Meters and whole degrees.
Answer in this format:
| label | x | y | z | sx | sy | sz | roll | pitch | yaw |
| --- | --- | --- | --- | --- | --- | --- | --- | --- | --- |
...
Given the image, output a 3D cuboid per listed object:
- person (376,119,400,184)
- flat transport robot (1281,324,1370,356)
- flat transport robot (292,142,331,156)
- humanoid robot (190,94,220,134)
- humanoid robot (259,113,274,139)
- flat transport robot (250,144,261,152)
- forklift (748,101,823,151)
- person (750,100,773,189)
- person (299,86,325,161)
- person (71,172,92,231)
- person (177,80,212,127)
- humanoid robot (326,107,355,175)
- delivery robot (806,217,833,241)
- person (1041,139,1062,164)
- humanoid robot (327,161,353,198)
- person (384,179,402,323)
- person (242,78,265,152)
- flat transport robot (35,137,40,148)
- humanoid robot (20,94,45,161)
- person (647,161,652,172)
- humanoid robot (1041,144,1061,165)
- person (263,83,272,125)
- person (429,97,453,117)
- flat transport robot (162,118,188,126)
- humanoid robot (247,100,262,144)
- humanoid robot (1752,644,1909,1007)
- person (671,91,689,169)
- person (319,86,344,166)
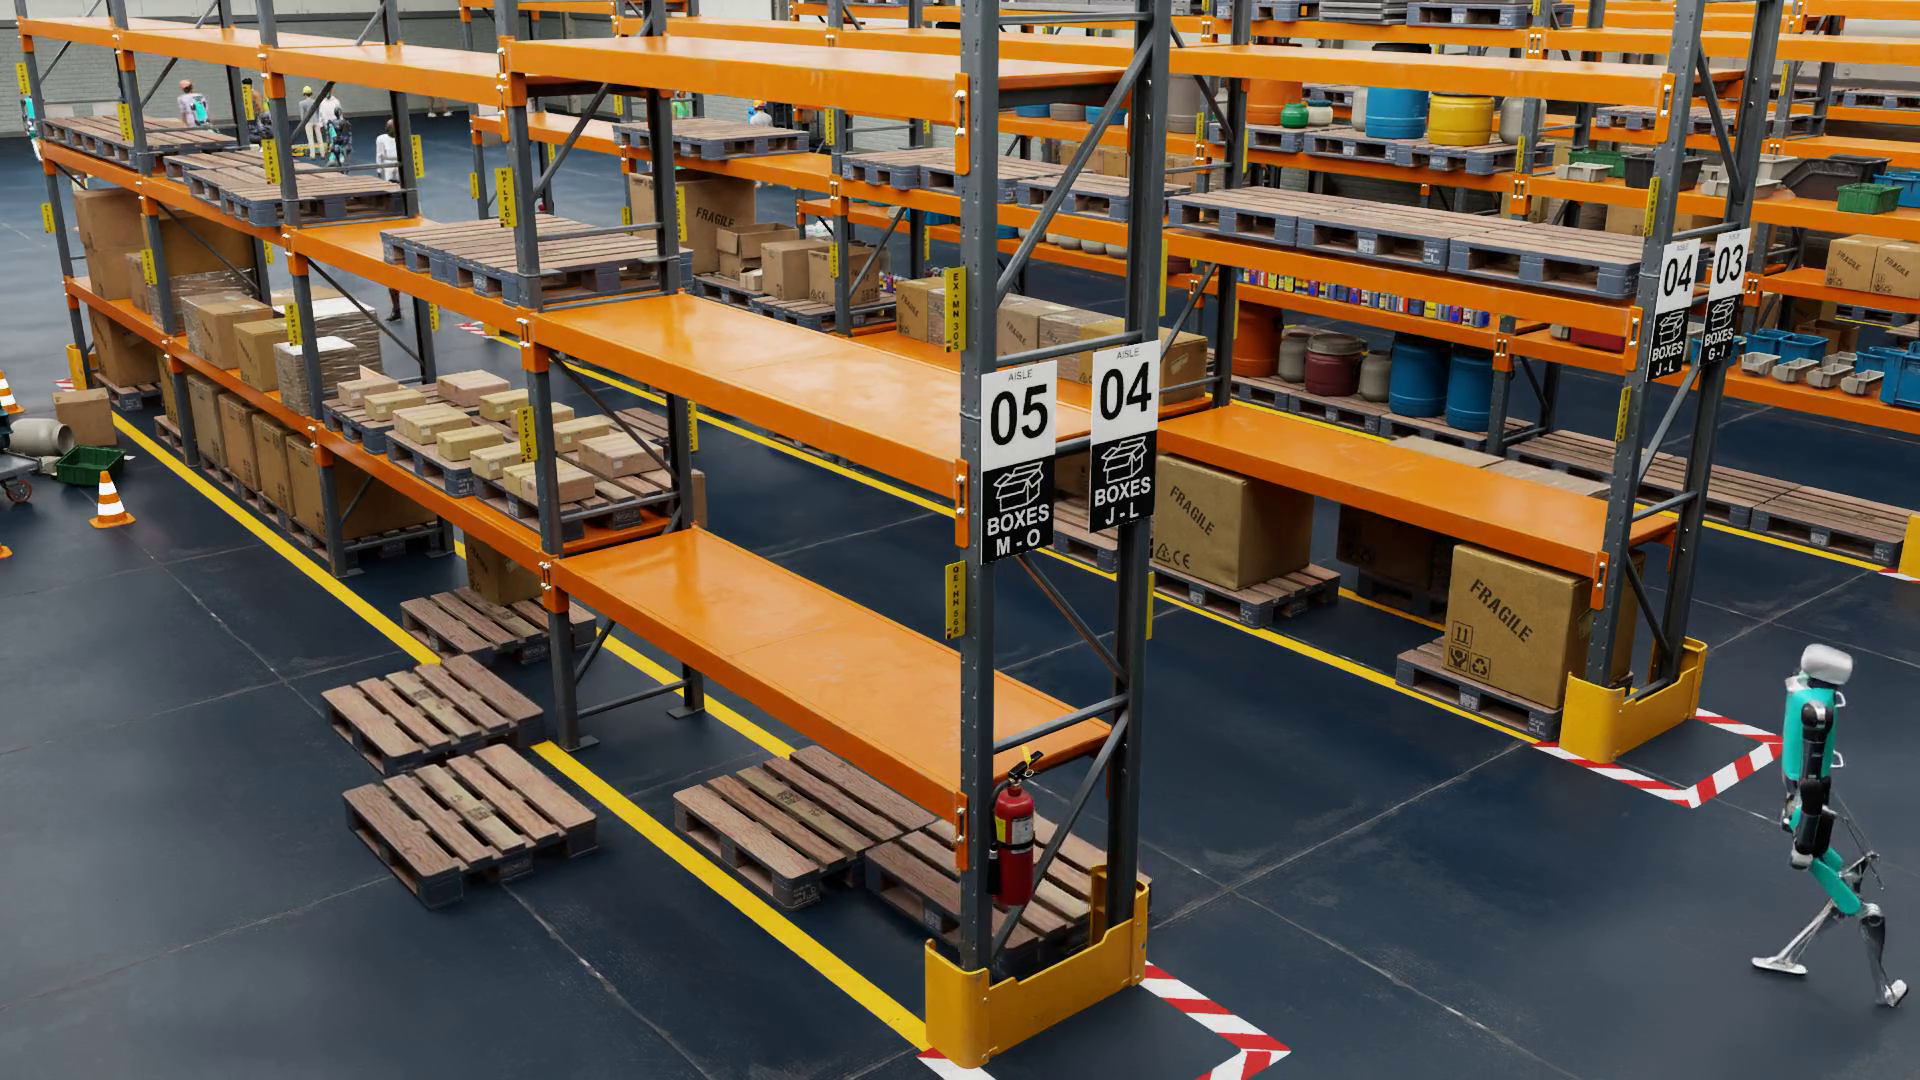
| label | x | y | z | sx | sy | sz | roll | pitch | yaw |
| --- | --- | --- | --- | --- | --- | --- | --- | --- | --- |
| person | -10.706 | -7.010 | 31.478 | 0.657 | 1.870 | 0.381 | -7 | 21 | -19 |
| flat transport robot | 4.452 | -2.502 | 21.056 | 0.659 | 0.231 | 1.431 | -14 | 24 | -34 |
| flat transport robot | -16.387 | -9.864 | 42.010 | 0.659 | 0.231 | 1.431 | 16 | 25 | 37 |
| humanoid robot | -17.299 | -9.452 | 38.683 | 0.908 | 1.803 | 0.557 | 2 | 20 | 7 |
| humanoid robot | -14.608 | -8.210 | 35.248 | 0.785 | 1.622 | 0.616 | -2 | 19 | -5 |
| flat transport robot | -16.238 | -8.026 | 36.778 | 0.659 | 0.231 | 1.431 | 7 | 20 | 18 |
| forklift | -4.526 | -11.368 | 42.374 | 1.129 | 2.768 | 1.873 | -15 | 24 | -37 |
| person | -4.259 | -8.502 | 35.698 | 0.569 | 1.889 | 0.389 | -11 | 22 | -29 |
| person | -15.841 | -10.177 | 40.639 | 0.523 | 1.769 | 0.317 | -16 | 25 | -38 |
| person | -15.874 | -6.500 | 29.991 | 0.382 | 1.890 | 0.546 | -17 | 25 | -39 |
| person | -18.143 | -9.924 | 39.599 | 0.771 | 1.993 | 0.352 | -4 | 20 | -12 |
| humanoid robot | -13.610 | -8.644 | 36.459 | 0.600 | 1.626 | 0.750 | -2 | 19 | -6 |
| delivery robot | -2.255 | -5.226 | 28.404 | 0.810 | 0.612 | 0.499 | -16 | 25 | -38 |
| person | 1.697 | -6.896 | 31.316 | 0.412 | 1.757 | 0.538 | -2 | 19 | -6 |
| humanoid robot | -9.996 | -5.233 | 26.705 | 0.609 | 1.641 | 0.423 | 2 | 19 | 5 |
| person | -7.602 | -3.963 | 22.704 | 0.604 | 1.942 | 0.757 | 9 | 21 | 24 |
| person | -17.988 | -10.831 | 42.392 | 0.790 | 1.843 | 0.419 | 9 | 21 | 23 |
| flat transport robot | -23.868 | -10.403 | 43.543 | 0.659 | 0.231 | 1.431 | -10 | 22 | -26 |
| humanoid robot | -22.011 | -9.812 | 39.644 | 0.540 | 1.757 | 0.918 | -11 | 22 | -29 |
| person | -6.053 | -7.616 | 33.405 | 0.470 | 1.734 | 0.325 | -3 | 20 | -8 |
| humanoid robot | 1.994 | -7.564 | 33.281 | 0.896 | 1.784 | 0.548 | -10 | 22 | -26 |
| person | -18.561 | -11.576 | 44.738 | 0.321 | 1.688 | 0.528 | -7 | 21 | -20 |
| person | -16.293 | -14.120 | 51.743 | 0.530 | 1.844 | 0.811 | 13 | 23 | 33 |
| flat transport robot | -19.457 | -9.570 | 41.173 | 0.659 | 0.231 | 1.431 | 15 | 24 | 36 |
| humanoid robot | -16.376 | -9.449 | 38.705 | 0.497 | 1.641 | 0.598 | 2 | 19 | 5 |
| humanoid robot | 4.238 | 1.402 | 7.843 | 0.853 | 1.854 | 0.551 | 7 | 20 | 18 |
| person | -6.389 | -9.413 | 38.154 | 0.405 | 1.978 | 0.484 | 11 | 22 | 29 |
| person | -15.026 | -9.932 | 39.792 | 0.502 | 1.875 | 0.988 | 3 | 20 | 7 |
